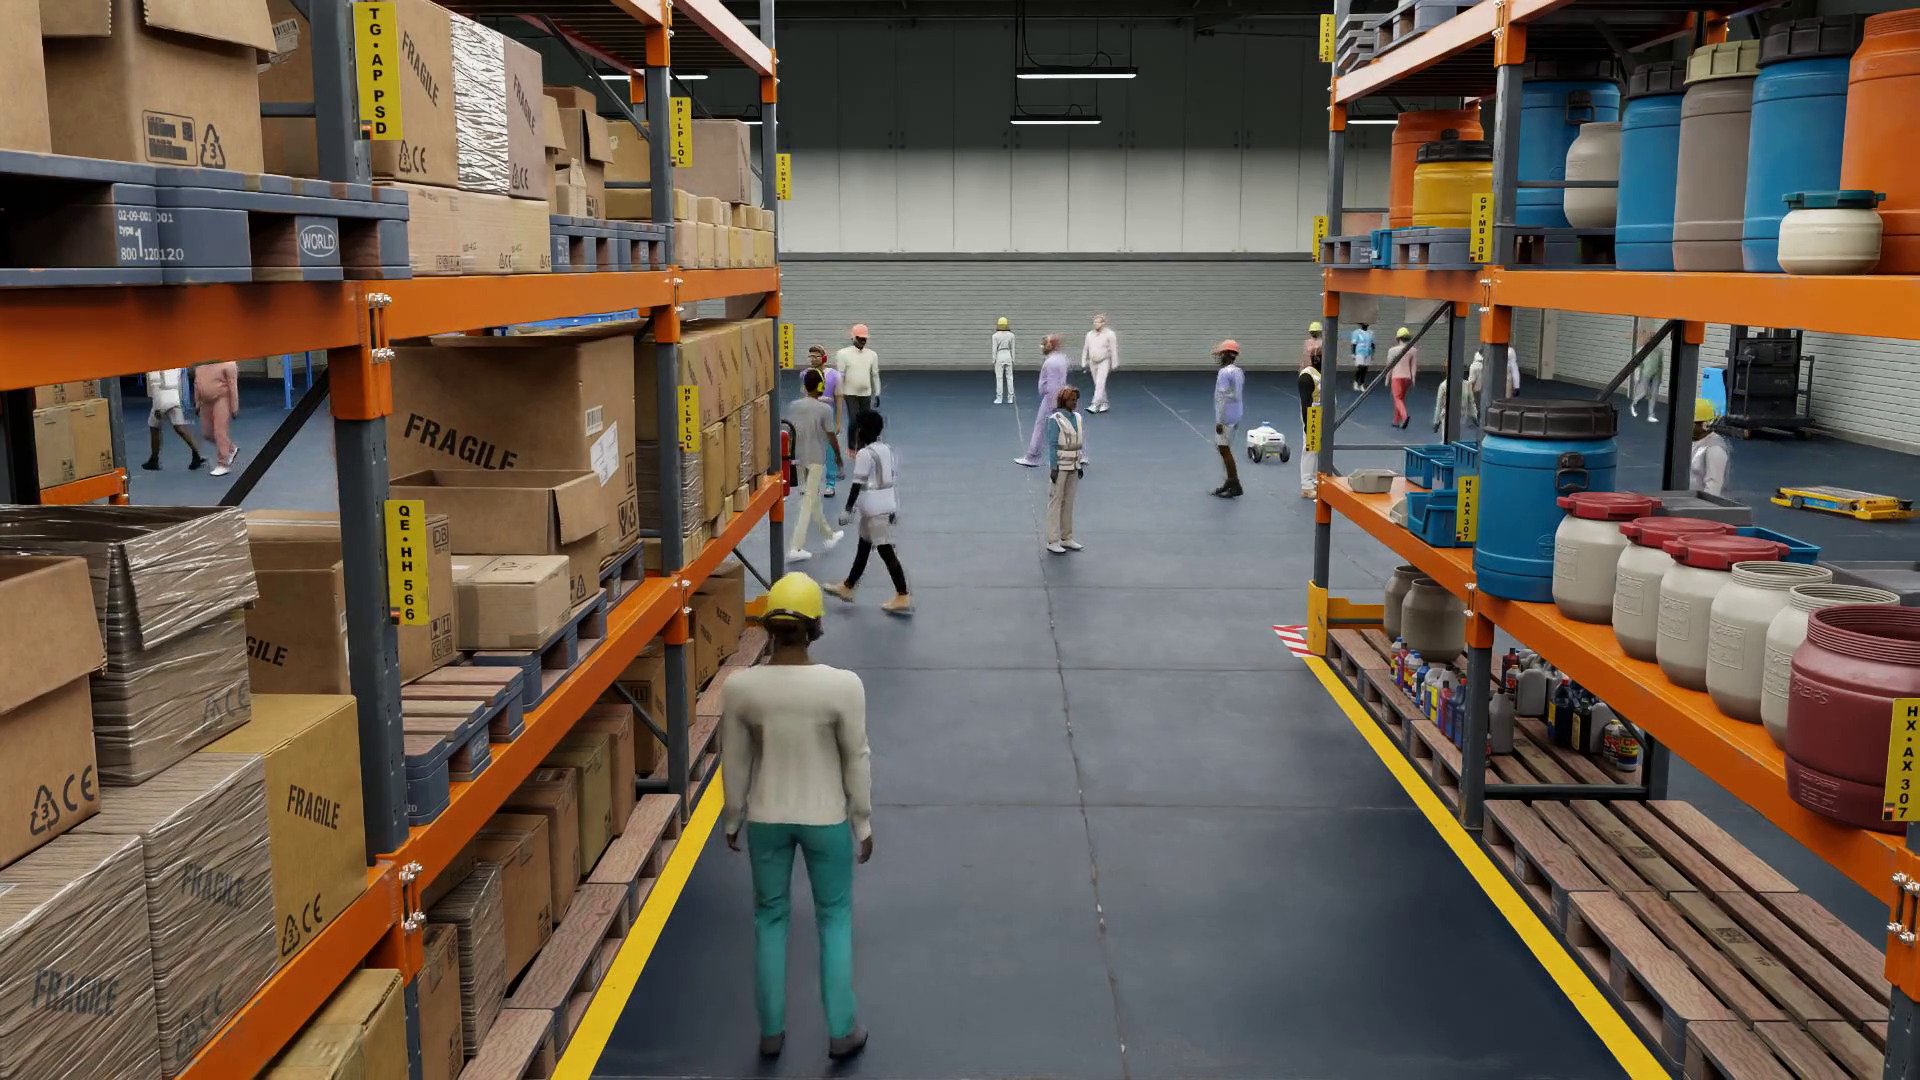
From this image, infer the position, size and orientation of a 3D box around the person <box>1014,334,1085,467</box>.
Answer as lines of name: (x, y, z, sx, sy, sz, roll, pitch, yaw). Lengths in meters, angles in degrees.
person: (1.303, -1.944, 23.260, 0.986, 1.859, 0.646, 4, 10, 20)

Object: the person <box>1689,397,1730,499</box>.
person: (5.930, -0.226, 13.128, 0.768, 1.802, 0.602, 1, 9, 3)

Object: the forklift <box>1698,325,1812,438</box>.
forklift: (13.248, -3.165, 27.620, 1.129, 2.768, 1.873, 0, 9, 1)

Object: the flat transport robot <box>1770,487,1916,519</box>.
flat transport robot: (10.133, -0.443, 19.114, 0.652, 0.197, 1.431, -3, 10, -19)

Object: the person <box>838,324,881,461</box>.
person: (-1.430, -2.093, 23.770, 0.643, 1.972, 0.462, -5, 11, -26)

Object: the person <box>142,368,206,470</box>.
person: (-10.882, -1.906, 22.908, 0.959, 1.903, 0.559, 3, 10, 18)

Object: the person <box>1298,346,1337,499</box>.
person: (4.374, -1.445, 20.291, 0.429, 1.846, 0.625, 8, 12, 39)

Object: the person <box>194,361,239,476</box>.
person: (-10.010, -1.835, 22.492, 0.649, 1.886, 0.588, 3, 10, 20)

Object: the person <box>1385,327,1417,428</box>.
person: (7.623, -2.793, 28.663, 0.530, 1.737, 0.757, -2, 10, -12)

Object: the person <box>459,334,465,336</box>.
person: (-8.909, -3.077, 30.057, 0.514, 1.854, 0.570, 2, 10, 9)

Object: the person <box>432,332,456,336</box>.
person: (-12.886, -5.009, 41.455, 0.503, 1.908, 0.602, 8, 12, 40)

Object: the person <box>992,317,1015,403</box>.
person: (0.873, -3.652, 33.815, 0.488, 1.740, 0.319, -3, 10, -18)

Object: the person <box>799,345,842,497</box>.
person: (-1.716, -1.468, 20.417, 0.570, 1.844, 0.379, 4, 10, 22)

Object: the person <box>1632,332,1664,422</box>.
person: (12.420, -2.952, 29.986, 0.509, 1.615, 0.535, -2, 10, -9)

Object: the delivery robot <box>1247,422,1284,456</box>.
delivery robot: (4.429, -1.462, 24.090, 0.477, 0.478, 0.707, -2, 10, -10)

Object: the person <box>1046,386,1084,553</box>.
person: (1.044, -0.702, 16.452, 0.311, 1.639, 0.521, 7, 12, 37)

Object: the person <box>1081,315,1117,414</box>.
person: (2.619, -3.331, 31.565, 0.670, 1.851, 1.013, 8, 12, 38)

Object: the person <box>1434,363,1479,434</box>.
person: (6.383, -1.525, 21.522, 0.517, 1.591, 0.857, -5, 11, -28)

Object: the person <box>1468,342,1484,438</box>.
person: (7.293, -1.872, 23.104, 0.540, 1.823, 0.908, -2, 10, -13)

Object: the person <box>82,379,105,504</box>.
person: (-10.036, -1.266, 18.979, 0.659, 1.921, 0.512, -1, 10, -5)

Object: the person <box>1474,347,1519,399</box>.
person: (8.349, -2.351, 25.932, 0.667, 1.780, 0.814, 2, 10, 12)

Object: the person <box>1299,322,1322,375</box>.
person: (6.600, -3.187, 31.029, 0.509, 1.751, 0.533, -8, 13, -41)

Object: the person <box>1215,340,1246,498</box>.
person: (3.284, -1.465, 20.307, 0.373, 1.913, 0.574, 5, 11, 29)

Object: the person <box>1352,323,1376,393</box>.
person: (8.886, -4.084, 36.595, 0.539, 1.682, 0.411, -4, 10, -22)

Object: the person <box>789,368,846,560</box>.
person: (-1.380, -0.744, 16.176, 0.550, 1.812, 0.958, 7, 11, 34)

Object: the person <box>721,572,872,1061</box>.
person: (-0.574, 0.989, 5.947, 0.537, 1.767, 0.326, 1, 10, 7)

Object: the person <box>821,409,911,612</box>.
person: (-0.772, -0.241, 13.648, 0.874, 1.648, 0.552, 3, 10, 15)

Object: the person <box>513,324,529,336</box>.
person: (-6.633, -2.386, 25.703, 0.507, 1.923, 0.656, -3, 10, -18)
